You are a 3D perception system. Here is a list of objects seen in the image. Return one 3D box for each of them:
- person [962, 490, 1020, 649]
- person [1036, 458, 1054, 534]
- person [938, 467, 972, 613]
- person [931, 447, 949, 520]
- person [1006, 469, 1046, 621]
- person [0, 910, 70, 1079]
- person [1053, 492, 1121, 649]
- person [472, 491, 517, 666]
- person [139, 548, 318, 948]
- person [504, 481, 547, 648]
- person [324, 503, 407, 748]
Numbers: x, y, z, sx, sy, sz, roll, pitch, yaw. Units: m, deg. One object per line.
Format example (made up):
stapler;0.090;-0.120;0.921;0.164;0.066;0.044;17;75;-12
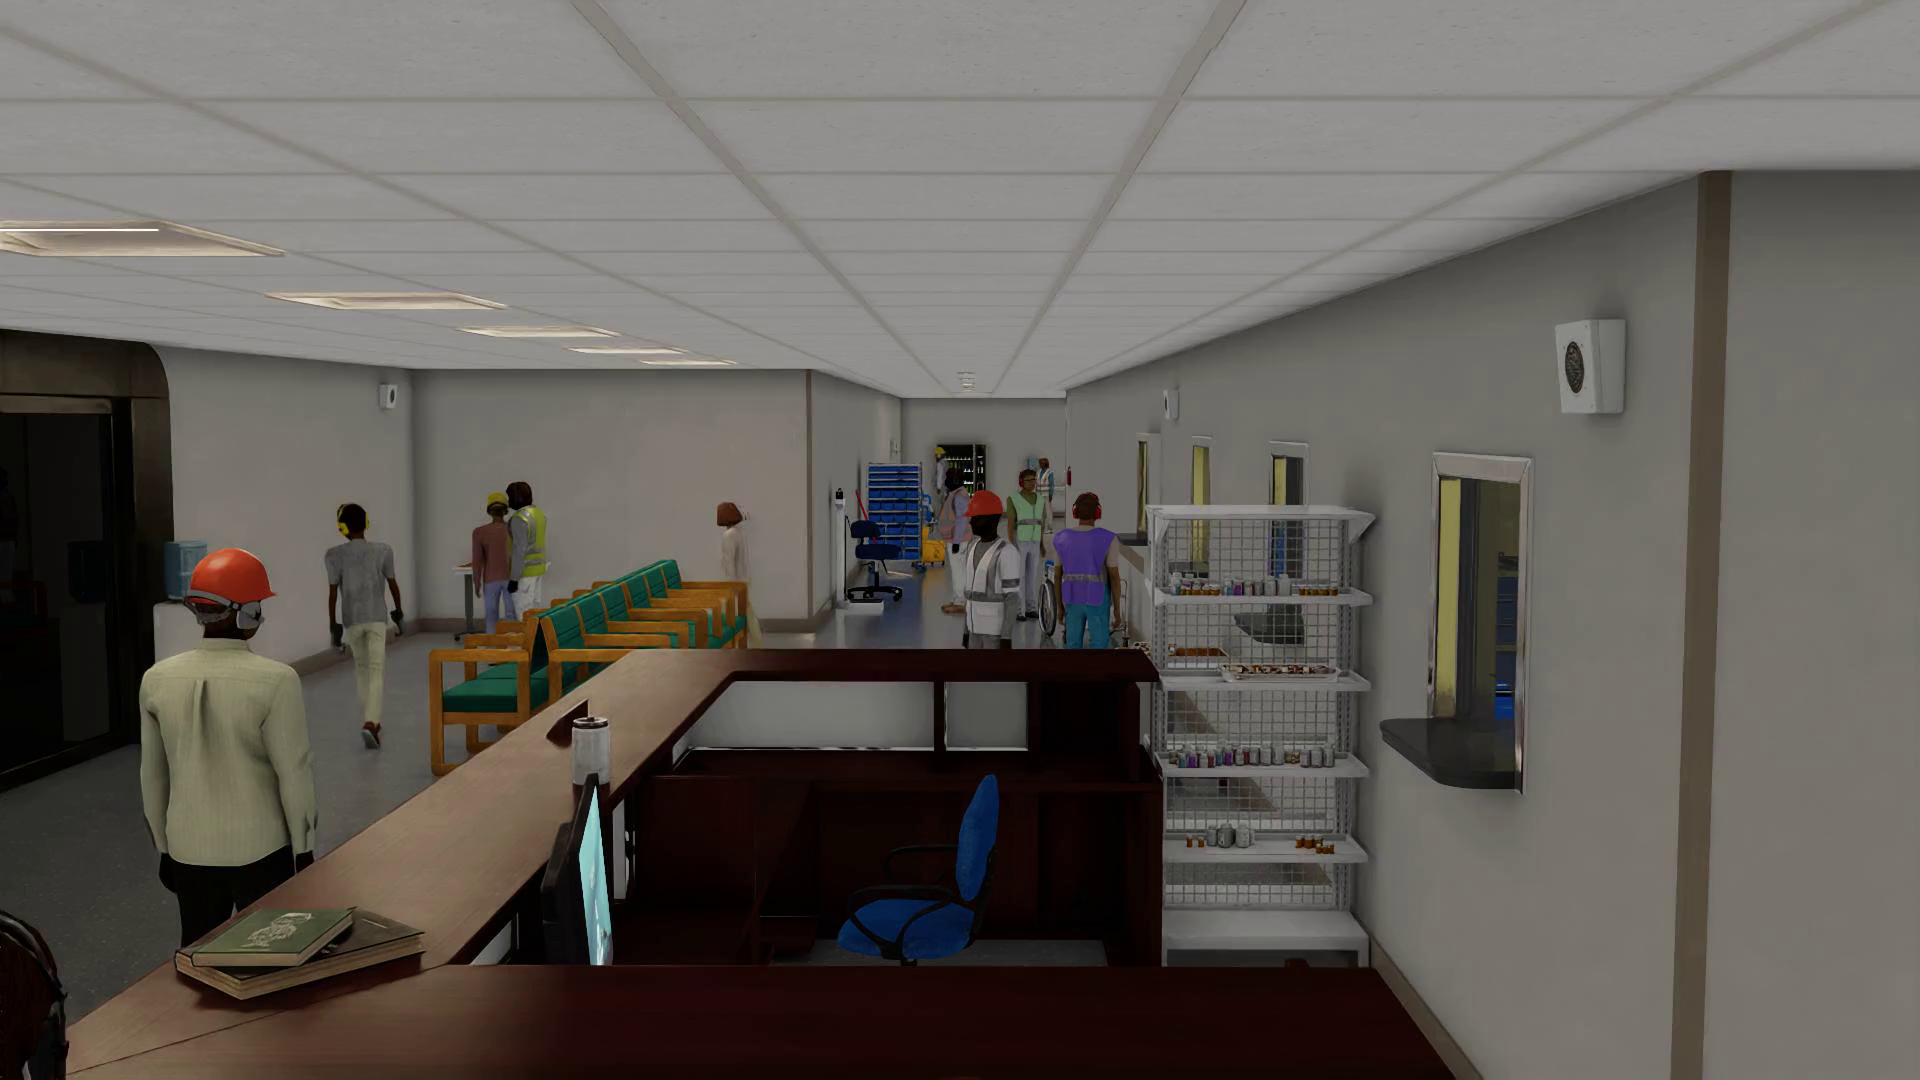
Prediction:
person;0.184;0.616;11.750;0.357;1.937;0.551;-3;5;-35
person;1.820;-0.949;35.798;0.310;1.636;0.522;-3;5;-38
person;-0.063;0.002;21.028;0.429;1.845;0.621;0;4;-4
person;-0.466;-1.286;39.262;0.513;1.821;0.607;1;4;14
person;0.801;0.054;20.268;0.568;1.845;0.386;-4;5;-41
person;-1.186;1.363;2.018;0.630;1.835;0.429;-2;5;-29
person;1.024;0.538;13.456;0.566;1.850;0.389;2;4;23
person;-4.479;0.393;16.225;0.533;1.740;0.724;-1;4;-10
person;-2.446;1.024;5.618;0.611;1.996;0.379;1;4;10
person;-4.283;0.343;16.293;0.429;1.839;0.621;0;4;5
person;-4.466;0.626;12.474;0.549;1.818;0.973;-1;4;-12
